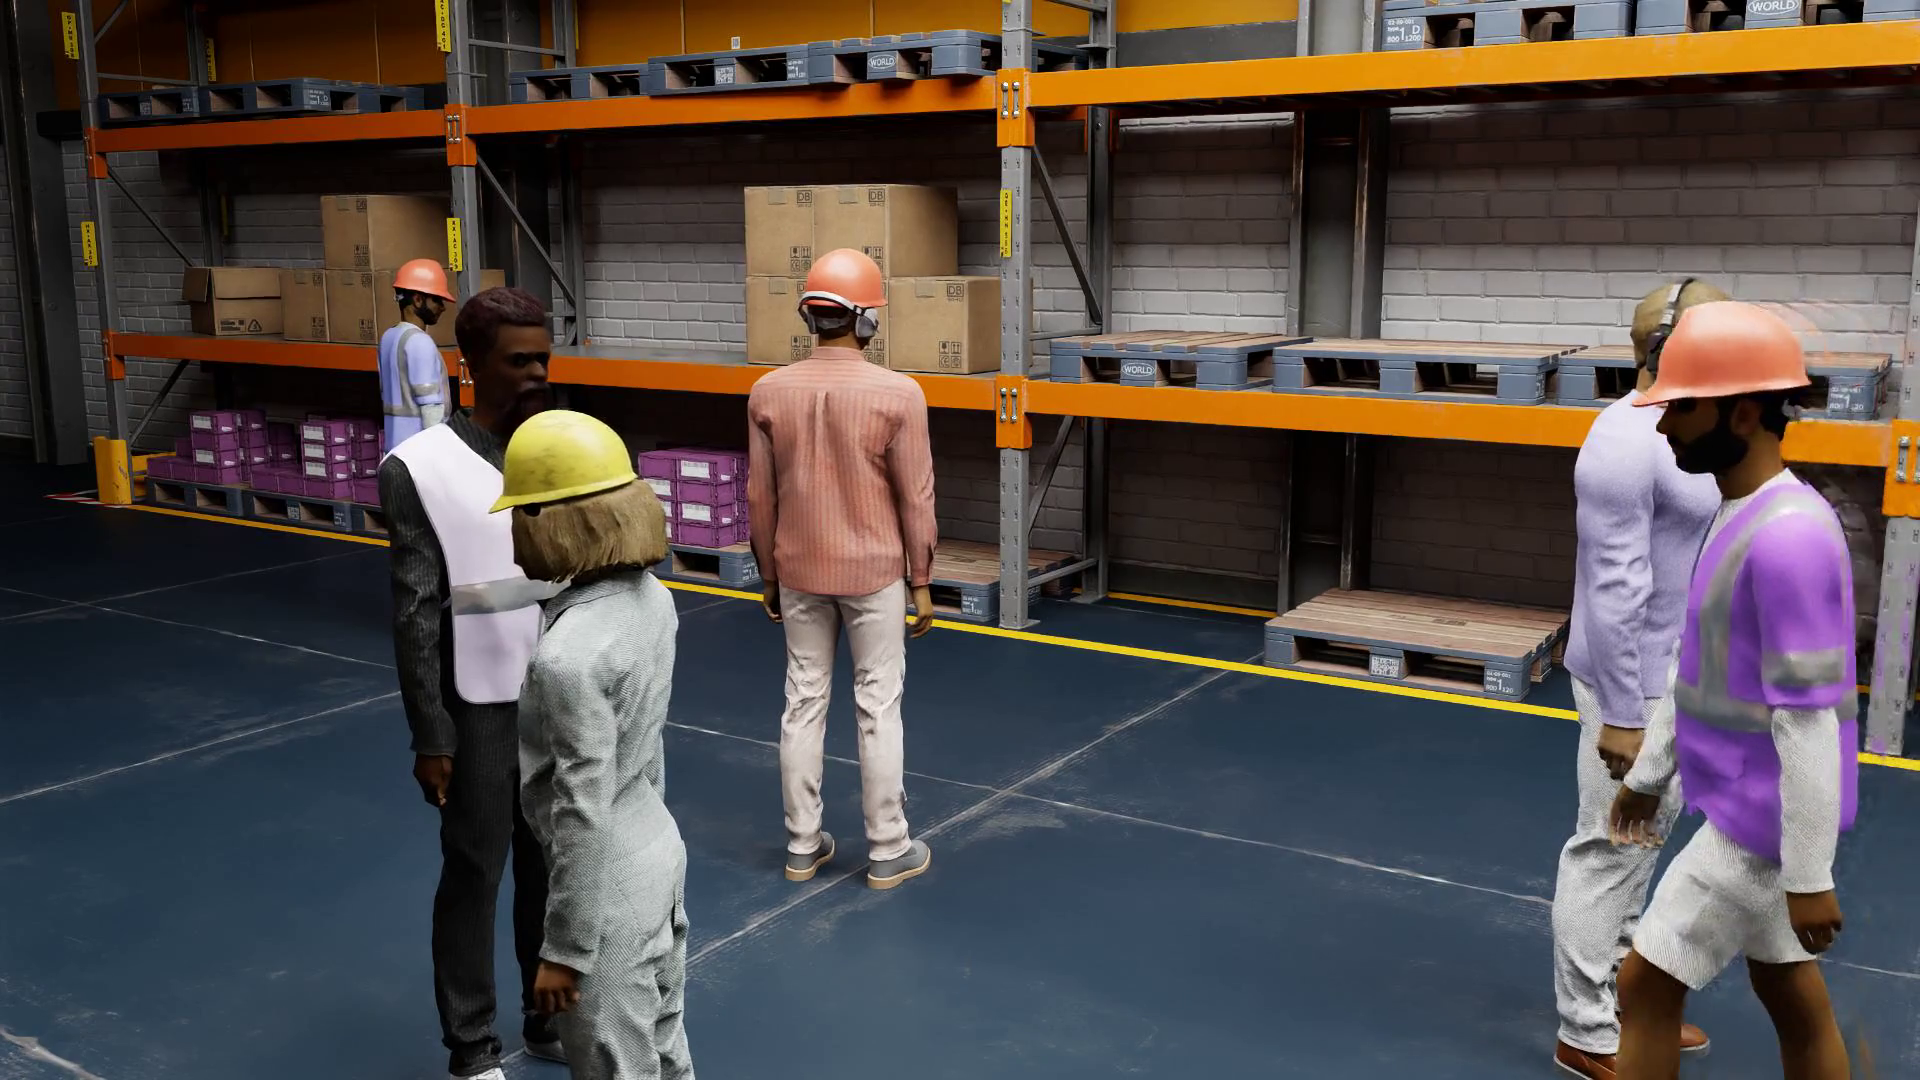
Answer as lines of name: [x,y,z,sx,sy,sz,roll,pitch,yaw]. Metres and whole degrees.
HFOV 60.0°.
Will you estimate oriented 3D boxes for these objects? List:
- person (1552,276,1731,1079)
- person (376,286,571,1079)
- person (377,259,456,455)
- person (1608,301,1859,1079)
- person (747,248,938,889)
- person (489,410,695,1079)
person: [1.643,0.352,3.964,0.372,1.940,0.632,7,13,36]
person: [-1.046,0.377,3.875,0.391,1.921,0.593,7,12,33]
person: [-2.667,-0.425,8.301,0.374,1.928,0.542,-8,13,-38]
person: [1.407,0.501,3.229,0.853,1.898,0.547,4,11,22]
person: [-0.358,0.102,5.194,0.613,1.994,0.382,3,11,17]
person: [-0.648,0.634,2.963,0.305,1.737,0.484,1,10,4]
